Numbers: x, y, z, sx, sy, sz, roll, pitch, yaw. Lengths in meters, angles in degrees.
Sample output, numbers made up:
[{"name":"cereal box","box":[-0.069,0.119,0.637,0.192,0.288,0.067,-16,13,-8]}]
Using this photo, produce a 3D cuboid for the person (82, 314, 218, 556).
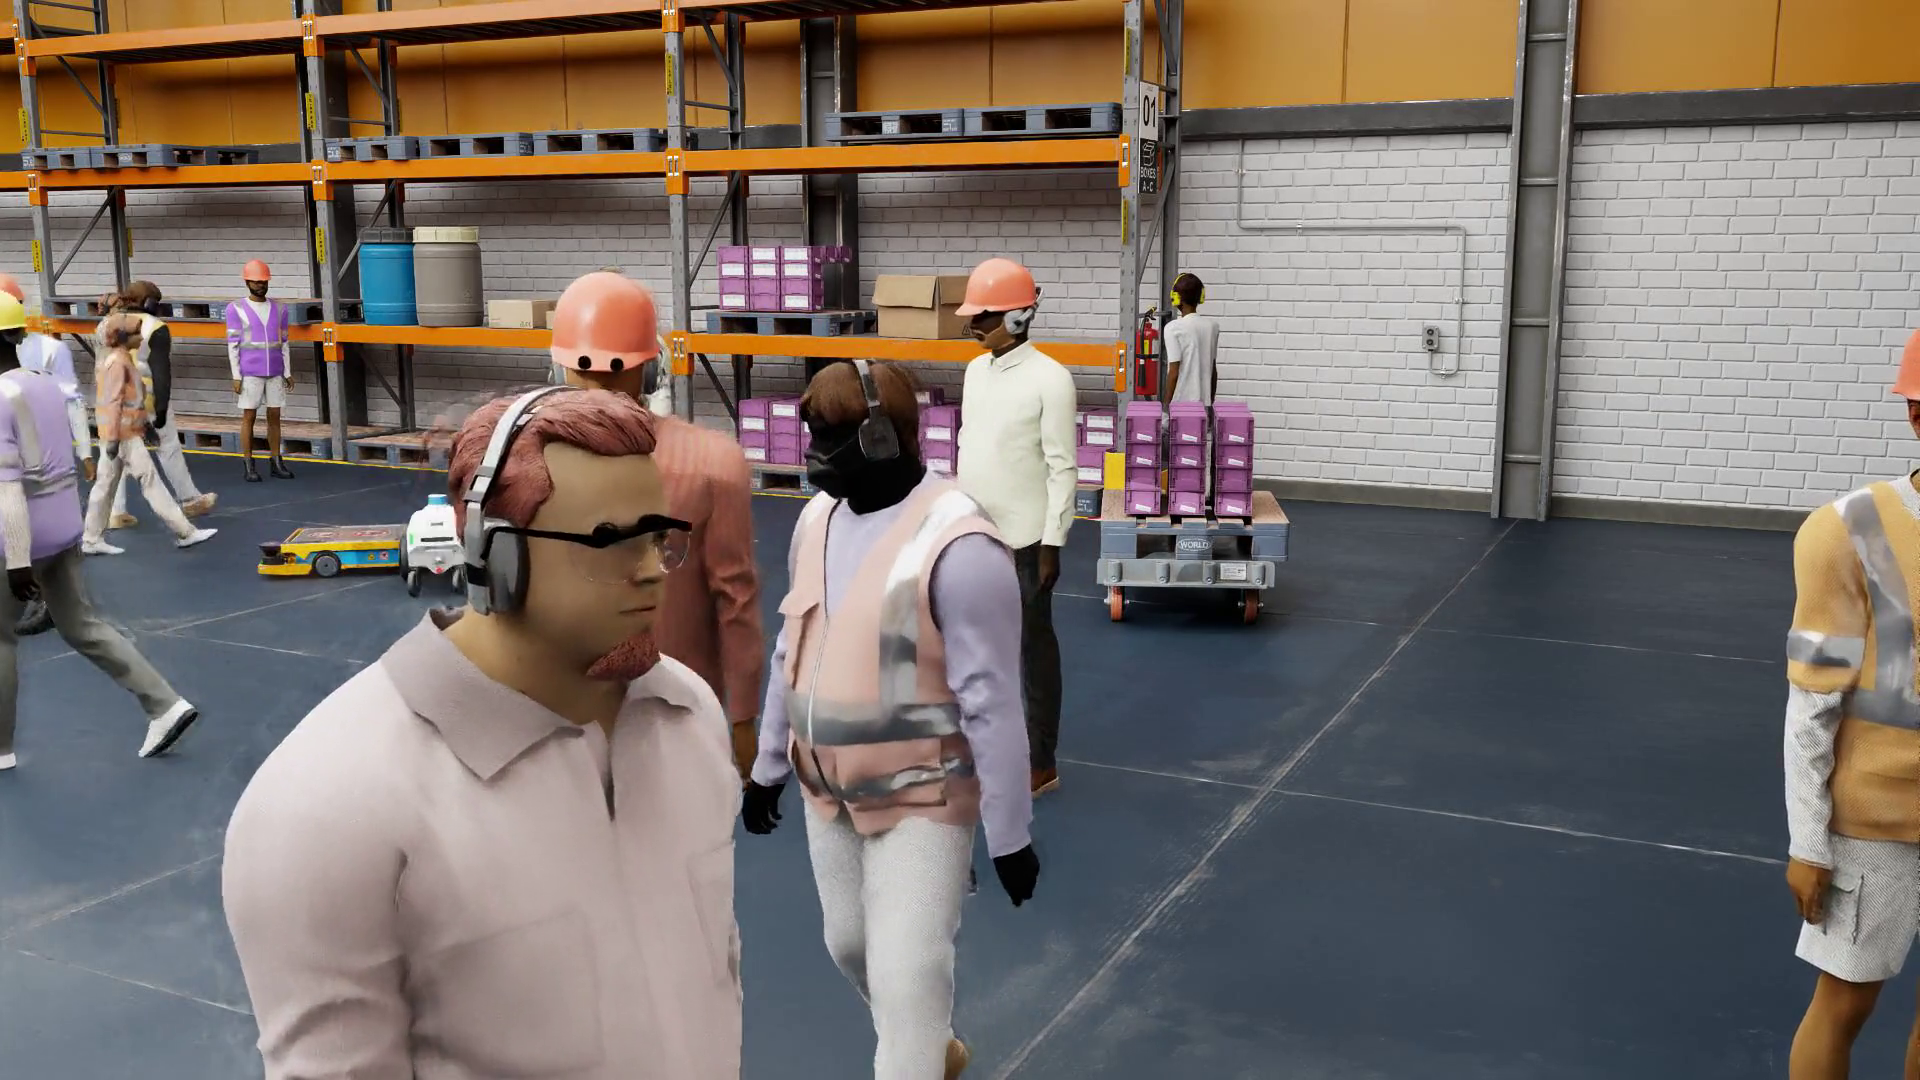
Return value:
[{"name":"person","box":[-5.452,-0.690,11.032,0.850,1.593,0.520,-6,11,-30]}]

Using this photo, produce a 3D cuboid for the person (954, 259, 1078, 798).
[{"name":"person","box":[0.169,-0.034,6.156,0.392,1.988,0.609,-7,12,-36]}]

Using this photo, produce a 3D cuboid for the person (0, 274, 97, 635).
[{"name":"person","box":[-4.988,-0.471,8.922,0.616,1.900,0.674,-6,11,-30]}]

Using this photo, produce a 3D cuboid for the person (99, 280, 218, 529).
[{"name":"person","box":[-6.003,-1.011,12.307,0.652,1.786,0.951,3,10,16]}]

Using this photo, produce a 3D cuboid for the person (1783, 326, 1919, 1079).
[{"name":"person","box":[1.849,0.519,3.165,0.555,1.933,0.373,0,10,-2]}]

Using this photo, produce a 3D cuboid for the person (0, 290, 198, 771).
[{"name":"person","box":[-3.511,-0.030,6.439,0.919,1.894,0.598,-1,10,-5]}]

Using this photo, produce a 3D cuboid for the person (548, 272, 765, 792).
[{"name":"person","box":[-0.794,0.403,3.701,0.667,1.971,0.585,1,10,8]}]

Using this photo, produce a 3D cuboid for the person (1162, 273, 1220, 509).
[{"name":"person","box":[1.566,-0.899,11.467,0.513,1.865,0.329,-8,13,-38]}]

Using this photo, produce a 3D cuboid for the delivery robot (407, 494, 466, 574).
[{"name":"delivery robot","box":[-3.125,-0.032,9.978,0.477,0.478,0.707,-3,10,-15]}]

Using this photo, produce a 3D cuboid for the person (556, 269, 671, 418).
[{"name":"person","box":[-1.875,-0.493,9.042,0.664,1.921,0.476,2,10,13]}]

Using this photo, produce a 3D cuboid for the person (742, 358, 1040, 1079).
[{"name":"person","box":[-0.133,0.523,3.477,0.689,1.810,0.816,10,14,44]}]

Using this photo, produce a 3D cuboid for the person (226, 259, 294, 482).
[{"name":"person","box":[-6.110,-1.481,14.585,0.377,1.938,0.547,10,14,44]}]

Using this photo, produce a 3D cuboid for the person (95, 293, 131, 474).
[{"name":"person","box":[-7.648,-1.412,15.053,0.315,1.636,0.515,-3,10,-16]}]

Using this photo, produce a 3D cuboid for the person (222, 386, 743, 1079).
[{"name":"person","box":[-0.486,0.769,1.837,0.663,1.888,0.658,6,12,33]}]

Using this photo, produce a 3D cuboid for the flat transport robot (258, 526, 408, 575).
[{"name":"flat transport robot","box":[-3.661,0.045,10.615,1.431,0.197,0.652,-2,10,-12]}]
